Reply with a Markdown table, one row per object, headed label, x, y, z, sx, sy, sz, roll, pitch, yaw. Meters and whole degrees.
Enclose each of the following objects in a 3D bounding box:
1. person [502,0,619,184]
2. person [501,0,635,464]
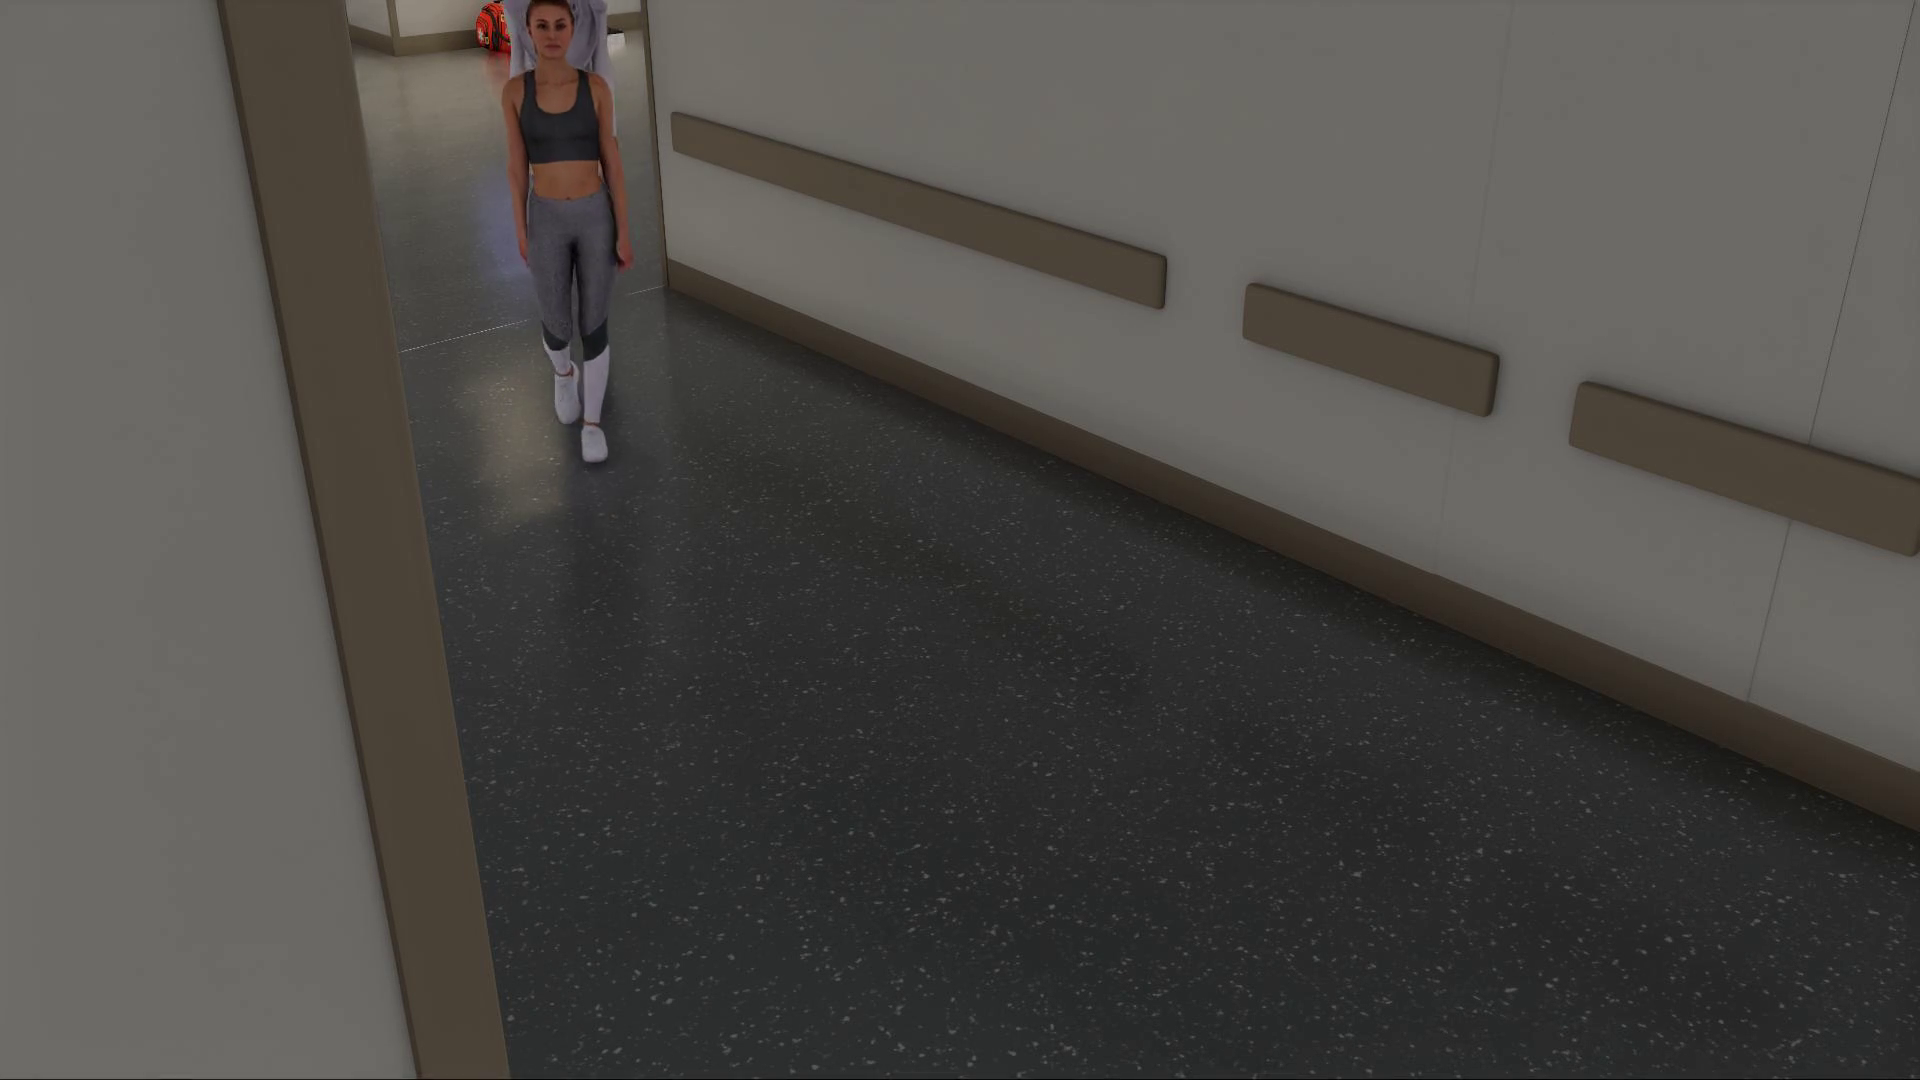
| label | x | y | z | sx | sy | sz | roll | pitch | yaw |
| --- | --- | --- | --- | --- | --- | --- | --- | --- | --- |
| person | -1.808 | -1.909 | 7.683 | 1.120 | 1.734 | 1.059 | -3 | 26 | -6 |
| person | -1.431 | -1.144 | 6.145 | 0.782 | 1.693 | 0.791 | -6 | 26 | -13 |
